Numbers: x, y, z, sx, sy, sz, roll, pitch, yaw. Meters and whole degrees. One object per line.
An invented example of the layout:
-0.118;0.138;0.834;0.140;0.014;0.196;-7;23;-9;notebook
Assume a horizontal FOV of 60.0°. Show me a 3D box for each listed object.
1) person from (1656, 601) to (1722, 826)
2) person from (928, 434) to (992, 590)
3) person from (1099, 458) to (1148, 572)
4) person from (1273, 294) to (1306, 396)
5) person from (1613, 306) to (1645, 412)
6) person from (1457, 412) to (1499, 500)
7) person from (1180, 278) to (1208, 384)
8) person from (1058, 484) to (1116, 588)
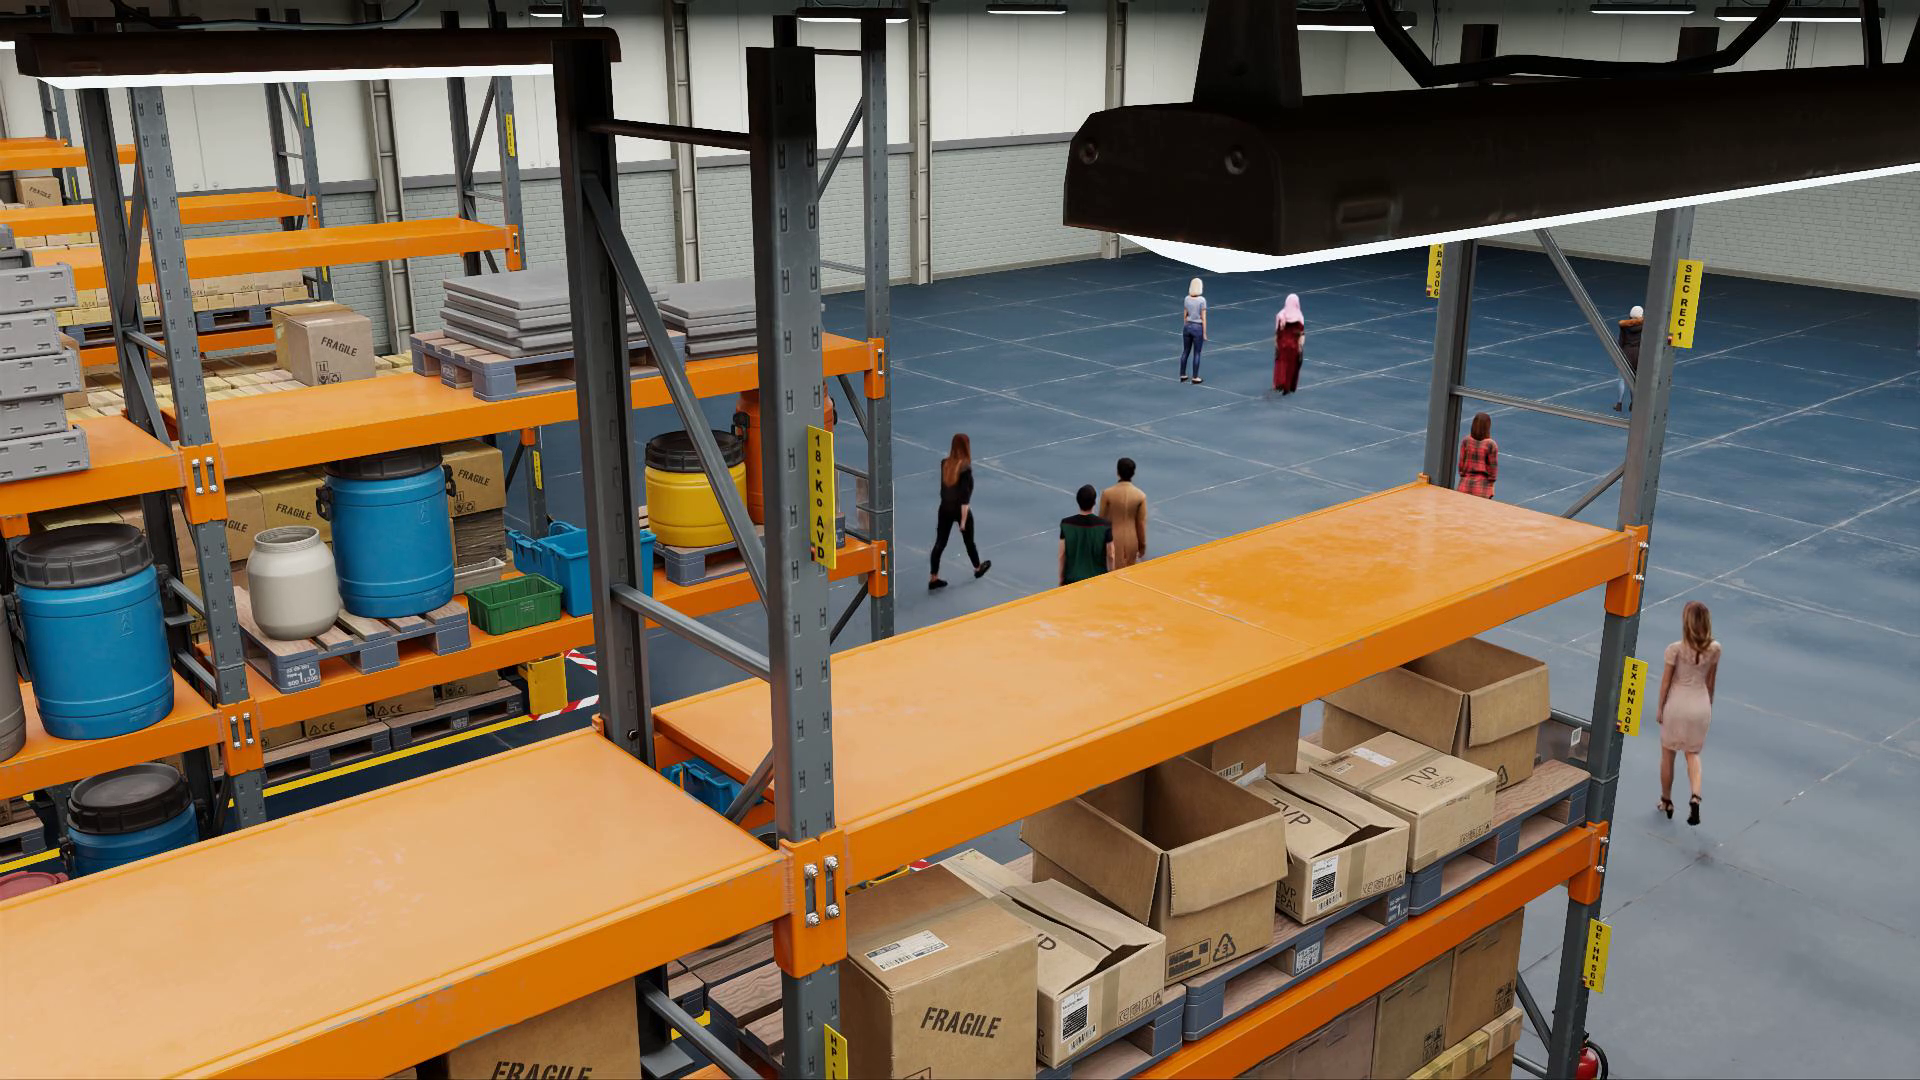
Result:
5.523;1.353;12.584;0.909;1.817;0.968;1;18;4;person
-0.136;-0.265;17.798;0.749;1.666;1.160;14;23;37;person
1.629;0.046;16.787;1.124;1.701;1.076;-2;18;-6;person
5.230;-3.109;26.597;0.739;1.626;0.756;10;21;29;person
10.346;-2.803;25.642;0.744;1.634;0.797;2;18;8;person
5.830;-0.610;18.799;0.623;1.702;0.571;17;24;41;person
3.873;-3.473;27.570;0.602;1.714;0.563;17;24;41;person
1.160;0.406;15.359;0.764;1.900;0.796;4;18;11;person
